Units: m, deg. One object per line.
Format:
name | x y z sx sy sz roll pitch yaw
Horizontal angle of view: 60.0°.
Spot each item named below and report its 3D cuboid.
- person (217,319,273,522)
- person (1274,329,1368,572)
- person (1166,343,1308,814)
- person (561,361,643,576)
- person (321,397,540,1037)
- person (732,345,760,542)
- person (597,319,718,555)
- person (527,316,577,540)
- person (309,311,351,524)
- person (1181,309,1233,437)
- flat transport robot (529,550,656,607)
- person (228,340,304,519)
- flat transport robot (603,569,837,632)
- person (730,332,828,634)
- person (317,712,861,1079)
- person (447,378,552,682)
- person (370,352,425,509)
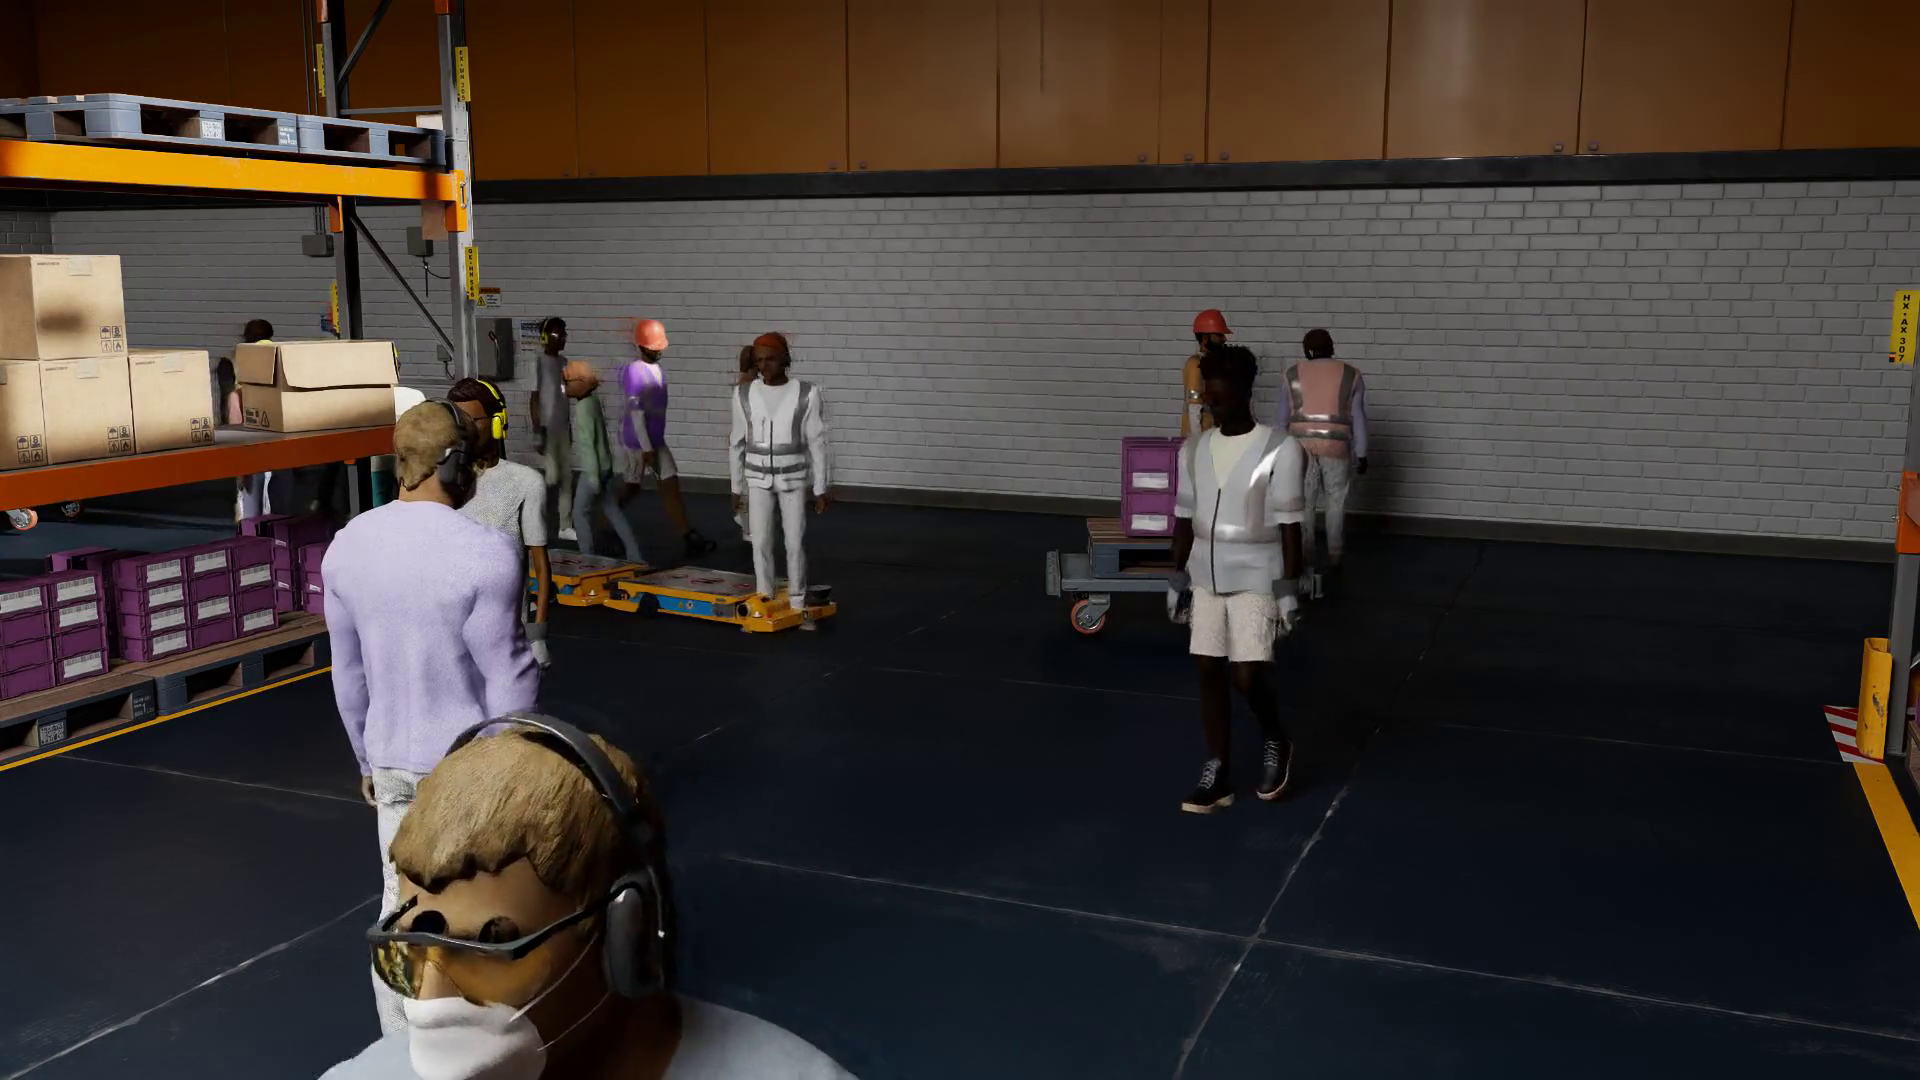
person | -5.902 -0.946 14.024 0.443 1.825 0.649 8 12 39
person | 2.689 -0.662 12.405 0.697 1.793 0.847 2 10 14
person | 1.138 0.168 6.873 0.642 1.953 0.449 9 13 44
person | -2.569 -0.487 11.939 0.600 1.600 0.515 0 9 -1
person | -1.347 0.597 4.352 0.627 1.934 0.372 4 10 24
person | -1.671 -0.777 13.582 0.372 1.624 0.541 1 9 5
person | -2.419 -0.778 12.943 0.972 1.869 0.582 3 10 17
person | -3.394 -0.914 13.738 0.611 1.858 0.530 4 10 25
person | -5.508 -1.099 14.627 0.791 1.952 0.654 2 10 12
person | 1.882 -0.787 12.716 0.364 1.939 0.542 4 10 21
flat transport robot | -2.786 0.240 11.535 1.431 0.197 0.652 8 12 39
person | -4.769 -0.497 11.490 0.331 1.765 0.533 6 11 31
flat transport robot | -1.563 0.367 10.769 1.431 0.197 0.652 6 11 32
person | -1.109 -0.344 10.275 0.614 1.876 0.432 1 9 7
person | -0.290 1.071 1.521 0.642 1.919 0.569 3 10 19
person | -1.739 0.341 6.090 0.511 1.872 0.329 2 10 12
person | -3.887 -0.468 11.347 0.530 1.760 0.340 -7 12 -35
